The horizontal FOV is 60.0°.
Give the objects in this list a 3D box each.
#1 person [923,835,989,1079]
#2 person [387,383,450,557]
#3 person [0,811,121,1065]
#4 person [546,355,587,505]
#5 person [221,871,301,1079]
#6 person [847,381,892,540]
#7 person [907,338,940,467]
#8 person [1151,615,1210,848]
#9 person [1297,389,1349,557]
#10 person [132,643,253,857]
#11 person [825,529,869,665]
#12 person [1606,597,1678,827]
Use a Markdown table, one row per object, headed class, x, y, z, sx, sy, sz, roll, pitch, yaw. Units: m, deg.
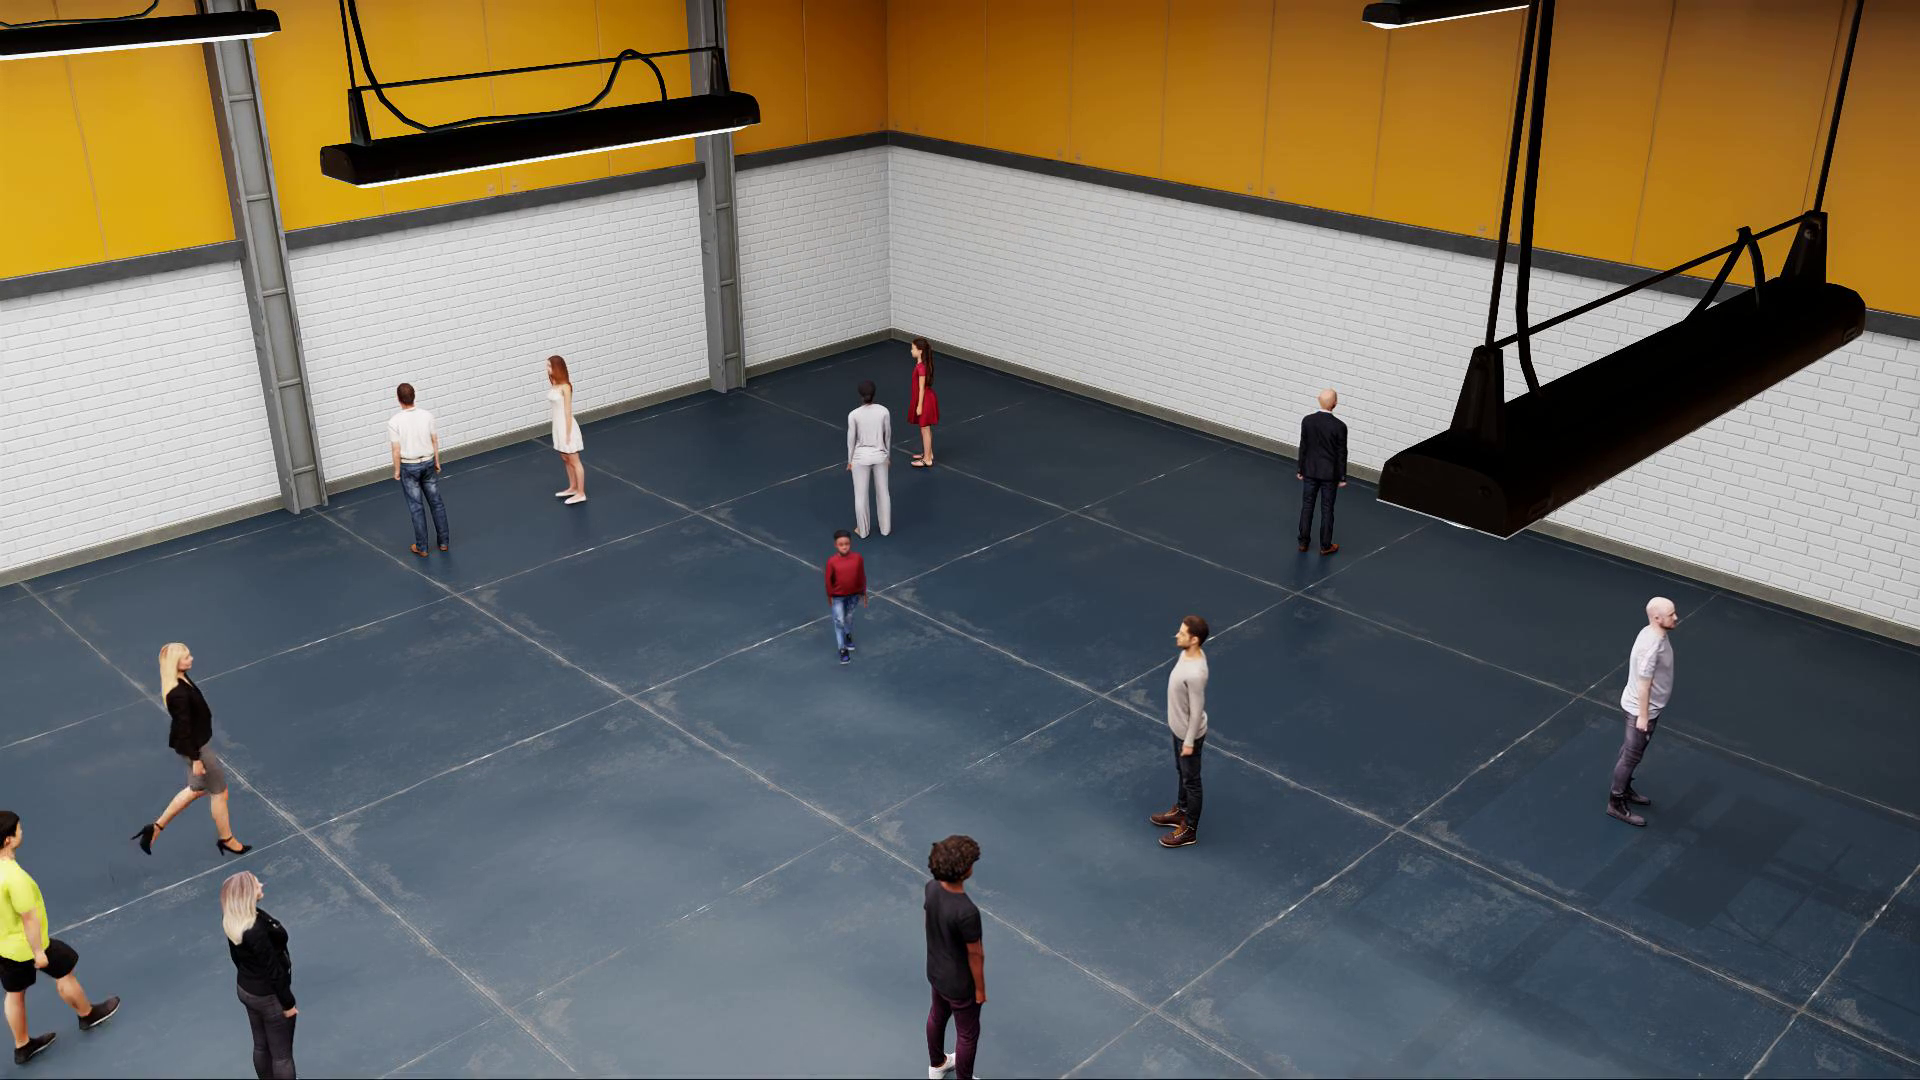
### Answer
| class | x | y | z | sx | sy | sz | roll | pitch | yaw |
| --- | --- | --- | --- | --- | --- | --- | --- | --- | --- |
| person | -0.031 | 2.537 | 9.917 | 0.585 | 1.783 | 0.642 | -18 | 30 | -36 |
| person | -5.648 | -0.745 | 17.337 | 0.540 | 1.854 | 0.739 | -17 | 29 | -34 |
| person | -5.808 | 2.478 | 10.167 | 0.828 | 1.690 | 0.984 | 11 | 26 | 24 |
| person | -4.427 | -1.260 | 18.693 | 0.559 | 1.711 | 0.594 | -17 | 29 | -34 |
| person | -4.077 | 2.668 | 9.736 | 0.626 | 1.687 | 0.561 | 17 | 29 | 34 |
| person | -0.957 | -0.868 | 17.760 | 0.657 | 1.740 | 0.778 | -6 | 24 | -14 |
| person | -0.423 | -1.654 | 19.794 | 0.747 | 1.551 | 0.687 | 0 | 24 | 0 |
| person | 1.702 | 1.405 | 12.401 | 0.781 | 1.868 | 0.742 | -2 | 24 | -5 |
| person | 3.768 | -0.715 | 17.334 | 0.735 | 1.800 | 0.682 | 13 | 27 | 27 |
| person | -5.637 | 1.583 | 12.055 | 1.051 | 1.819 | 0.753 | -14 | 27 | -29 |
| person | -1.071 | 0.465 | 15.344 | 0.808 | 1.232 | 0.756 | -9 | 25 | -20 |
| person | 5.236 | 1.270 | 12.755 | 0.788 | 1.832 | 0.620 | 12 | 26 | 26 |
